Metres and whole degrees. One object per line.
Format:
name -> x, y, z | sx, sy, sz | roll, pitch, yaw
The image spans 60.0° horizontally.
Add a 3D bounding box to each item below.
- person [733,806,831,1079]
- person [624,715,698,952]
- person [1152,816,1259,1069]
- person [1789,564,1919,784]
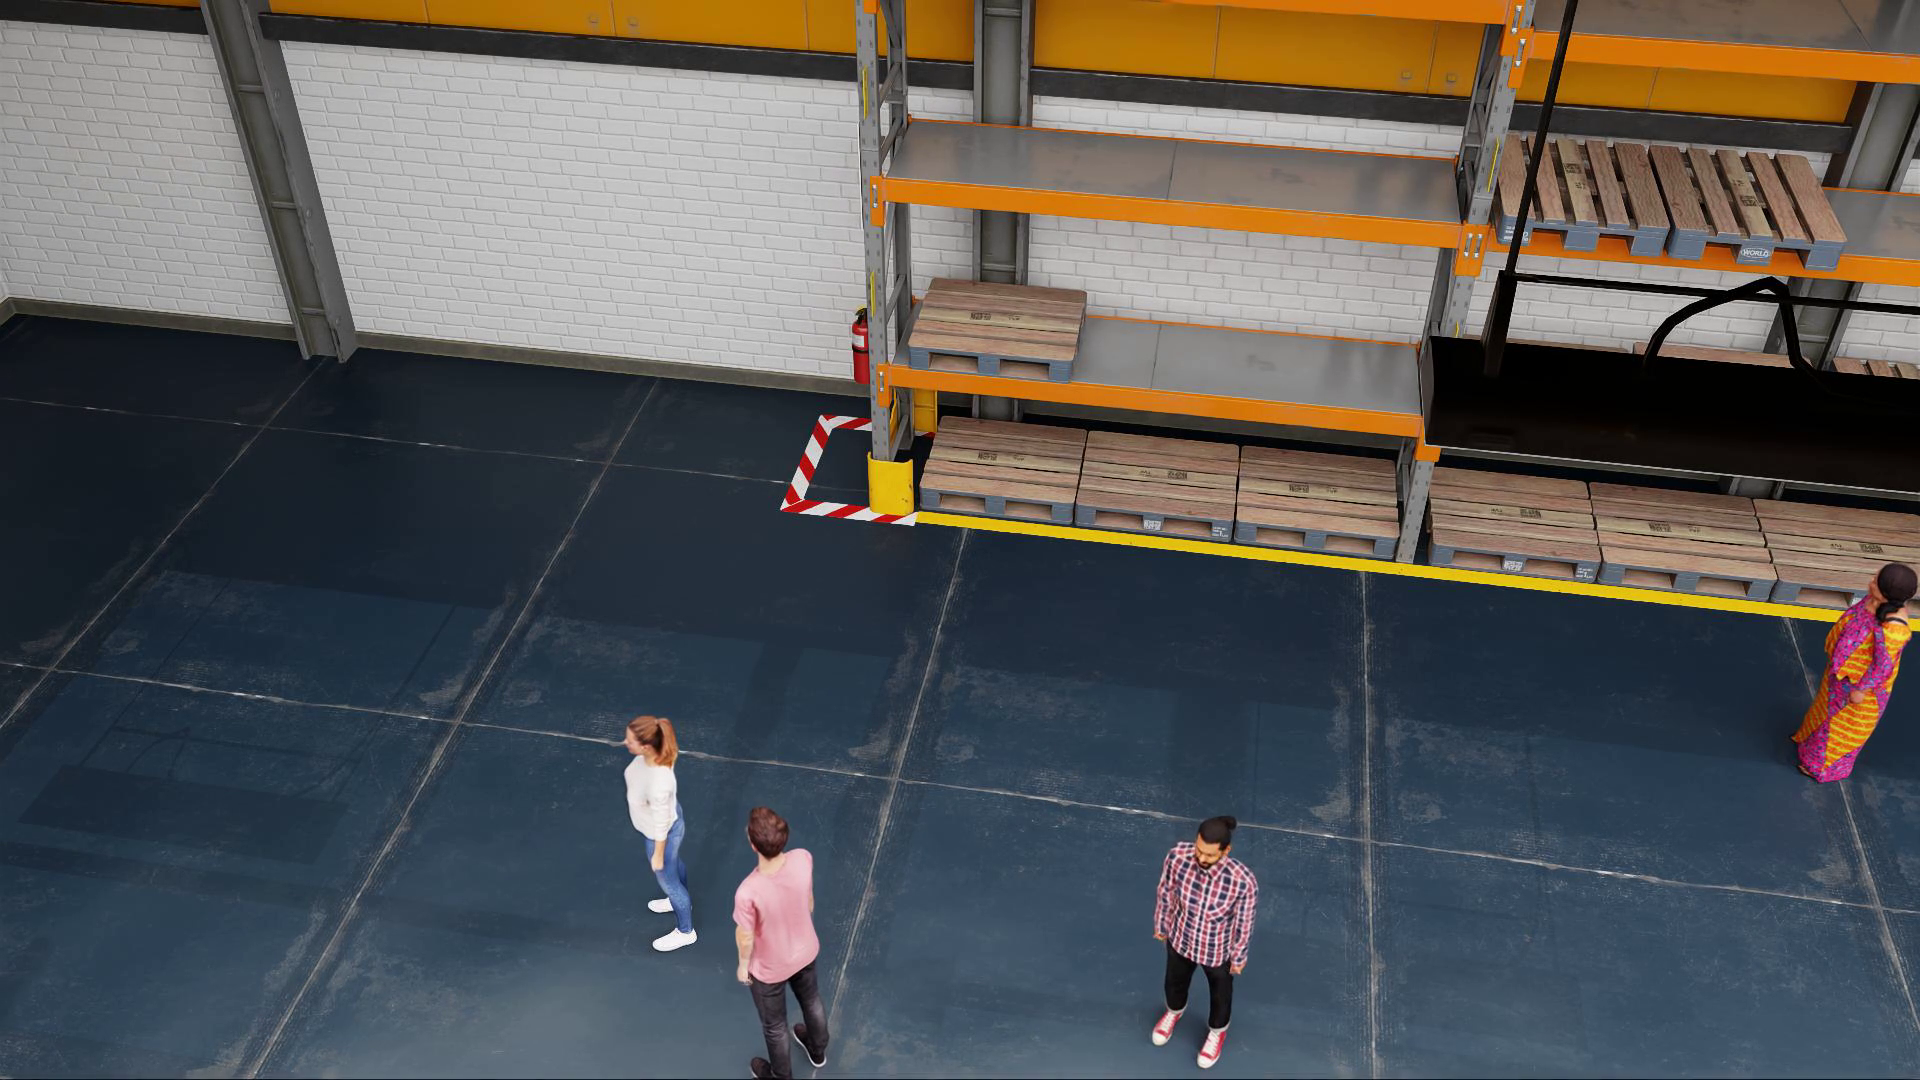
person -> -0.907, 2.105, 8.474 | 0.718, 1.958, 0.701 | 30, 47, 32
person -> -1.662, 1.611, 9.284 | 0.664, 1.720, 0.681 | -8, 39, -10
person -> 1.275, 2.062, 8.690 | 0.642, 1.756, 0.812 | 19, 42, 22
person -> 5.593, 0.786, 10.345 | 0.672, 1.685, 0.657 | 10, 40, 12
